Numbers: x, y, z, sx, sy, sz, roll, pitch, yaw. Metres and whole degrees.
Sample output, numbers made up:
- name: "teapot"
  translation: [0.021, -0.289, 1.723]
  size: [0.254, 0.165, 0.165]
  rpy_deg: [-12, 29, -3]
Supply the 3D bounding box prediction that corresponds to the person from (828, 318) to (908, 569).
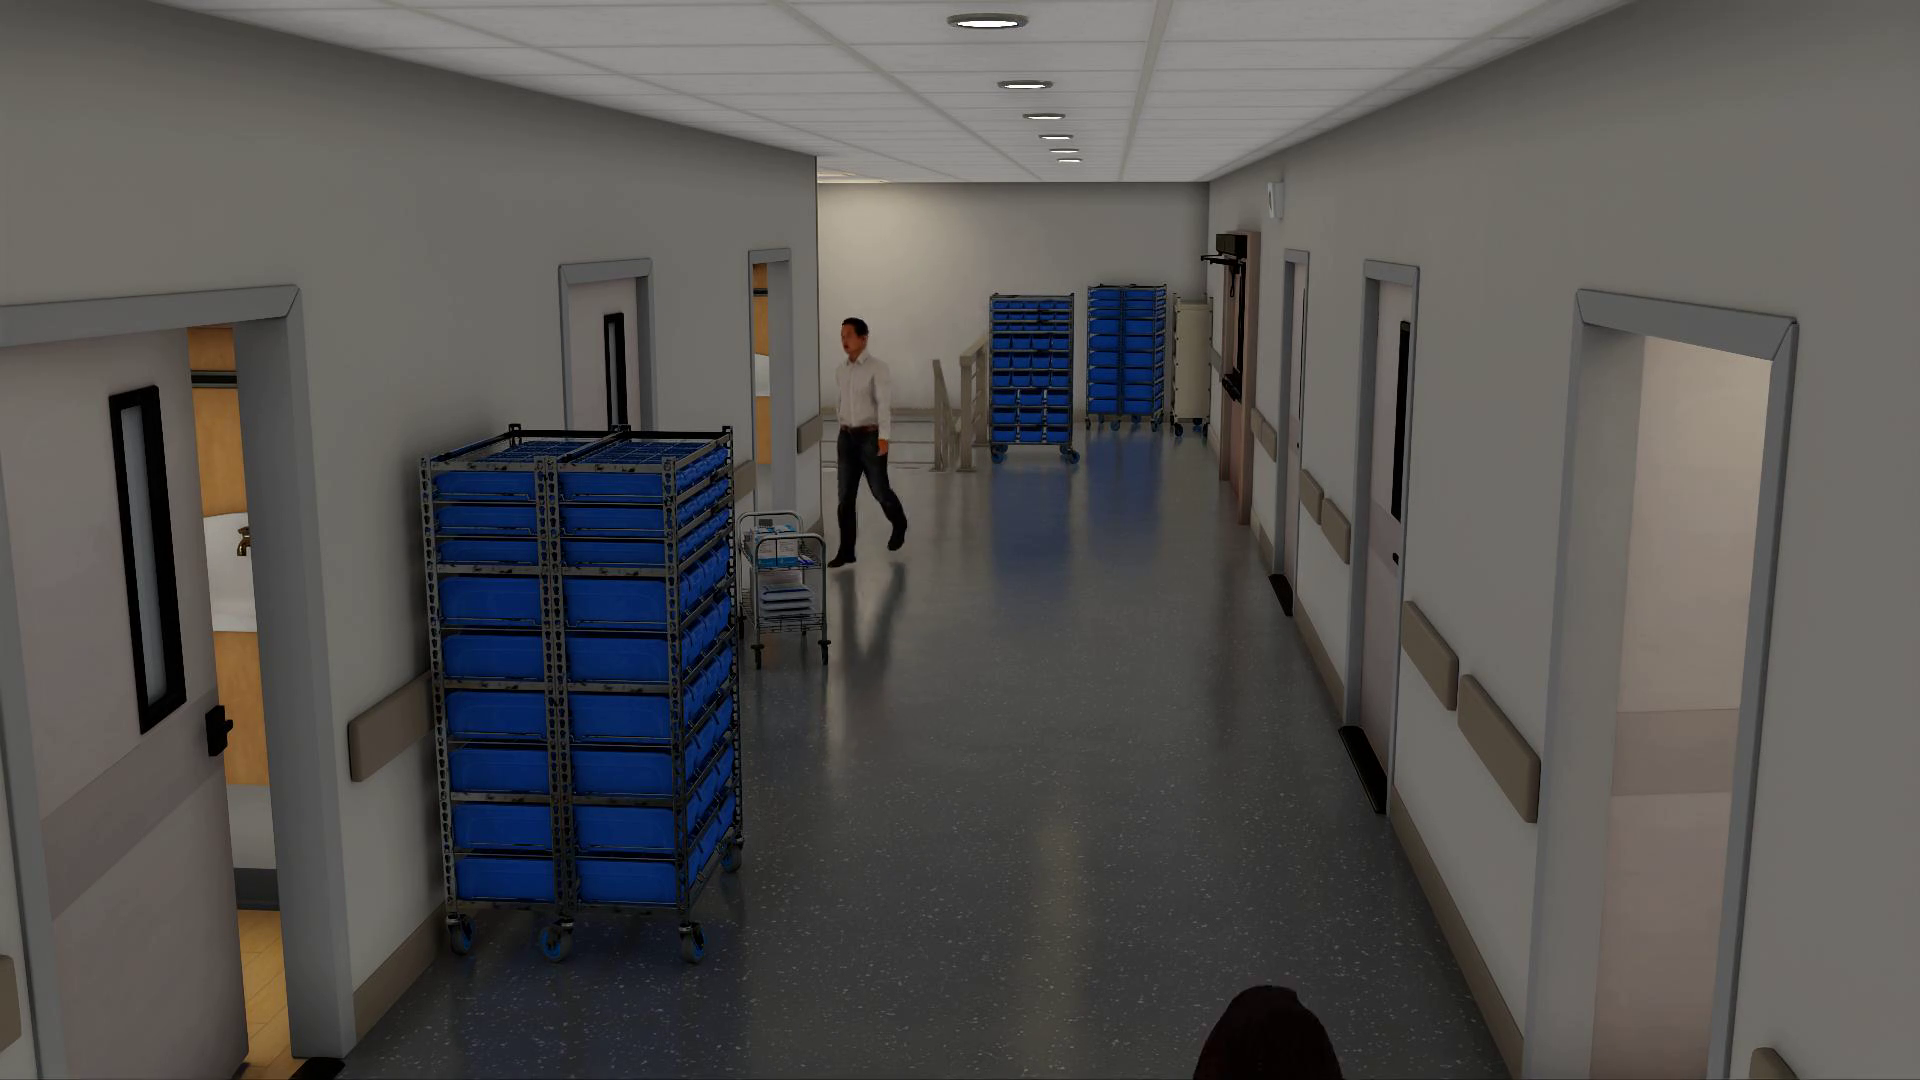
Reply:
- name: "person"
  translation: [-0.650, -0.720, 12.266]
  size: [1.006, 1.779, 1.262]
  rpy_deg: [6, 12, 28]
